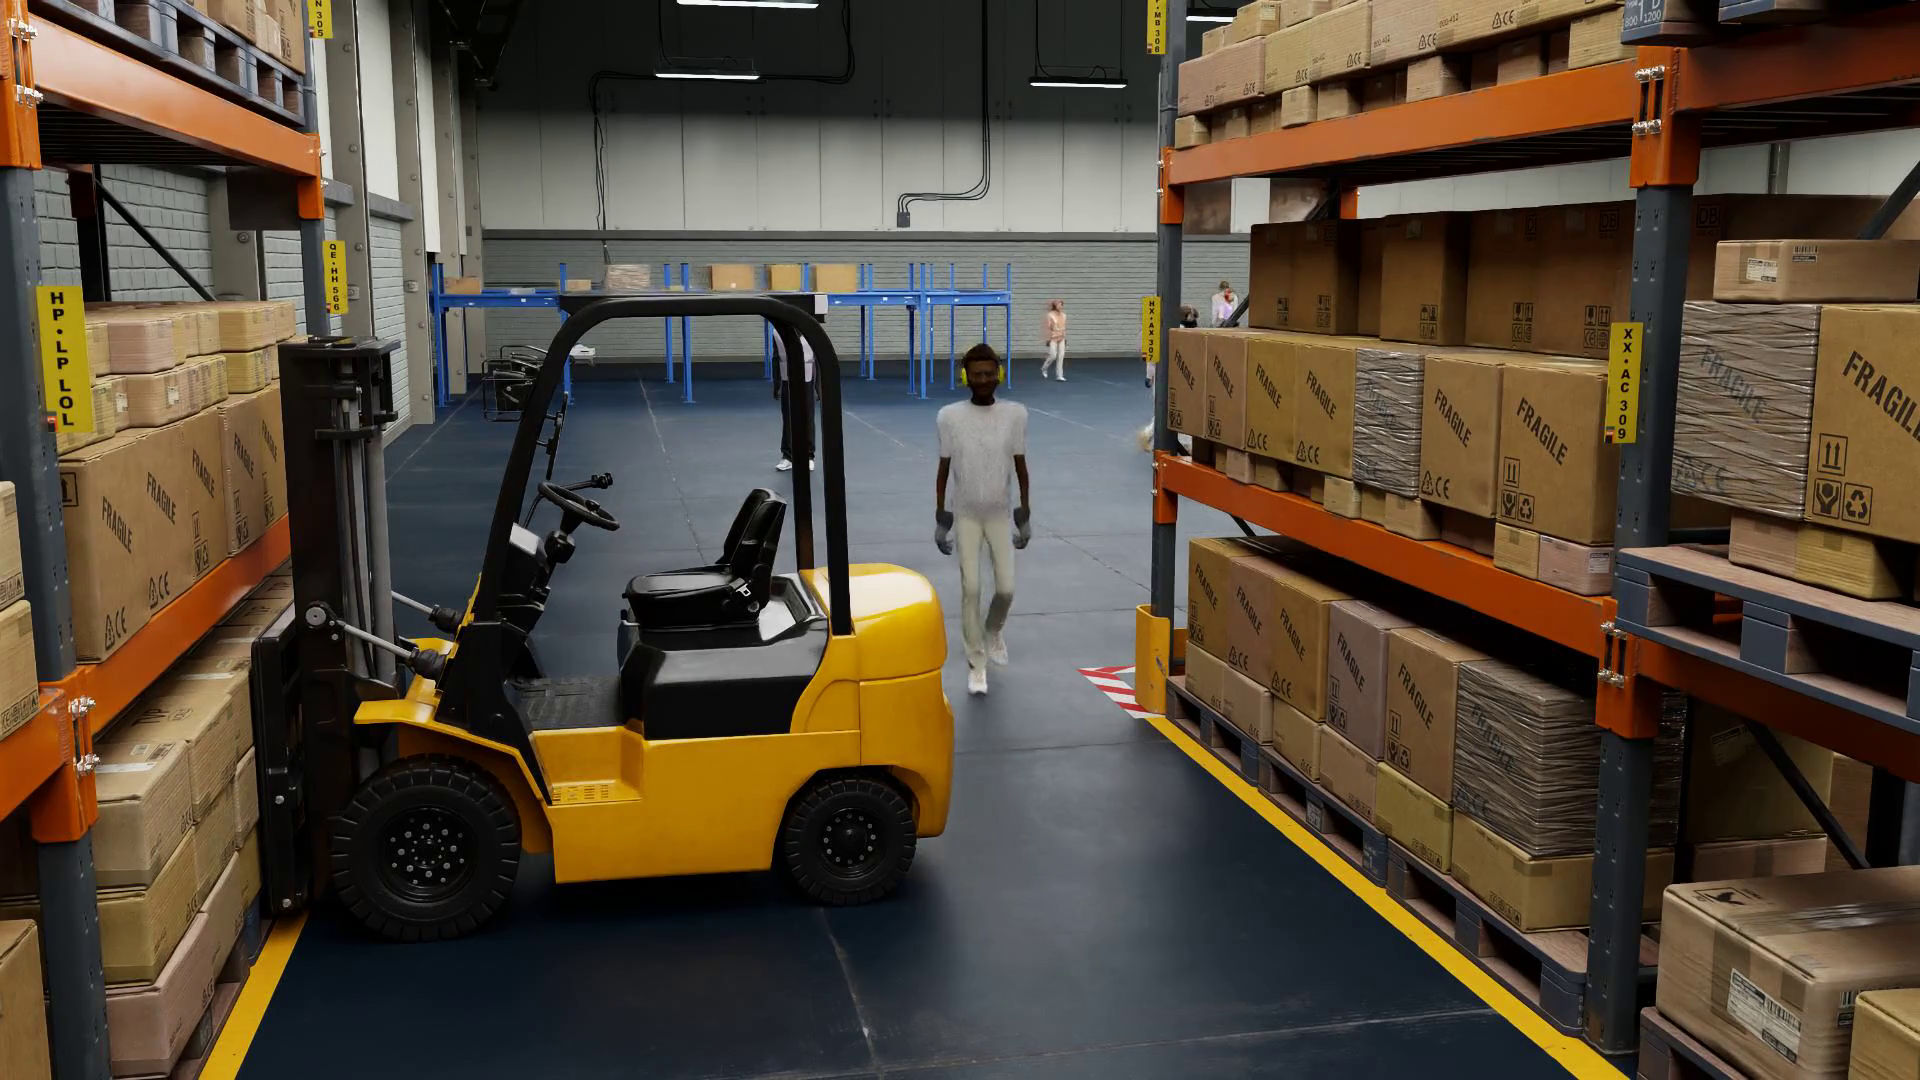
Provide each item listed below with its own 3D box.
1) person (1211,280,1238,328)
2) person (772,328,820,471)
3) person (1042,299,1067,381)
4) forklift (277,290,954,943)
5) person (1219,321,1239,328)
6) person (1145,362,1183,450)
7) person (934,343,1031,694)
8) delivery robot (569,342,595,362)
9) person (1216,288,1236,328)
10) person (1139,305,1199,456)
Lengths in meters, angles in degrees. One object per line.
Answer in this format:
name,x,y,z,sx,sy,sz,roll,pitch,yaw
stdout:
person,6.197,-5.121,39.071,0.638,1.937,0.357,-2,10,-12
person,-1.796,-1.736,18.511,0.590,1.917,0.395,2,10,11
person,1.894,-3.977,33.066,0.518,1.623,0.491,-7,12,-36
forklift,-1.179,0.175,6.143,2.313,2.155,1.214,-2,10,-12
person,3.079,-1.648,18.727,0.850,1.650,0.555,2,10,14
person,2.561,-2.037,20.440,0.587,1.882,0.342,-2,10,-12
person,0.112,-0.132,8.929,0.533,1.853,0.526,-1,9,-5
delivery robot,-8.711,-4.290,38.060,0.707,0.478,0.477,-2,10,-12
person,5.228,-3.999,32.535,0.450,1.833,0.592,6,11,31
person,2.553,-1.863,19.631,0.734,1.805,0.649,4,10,25
